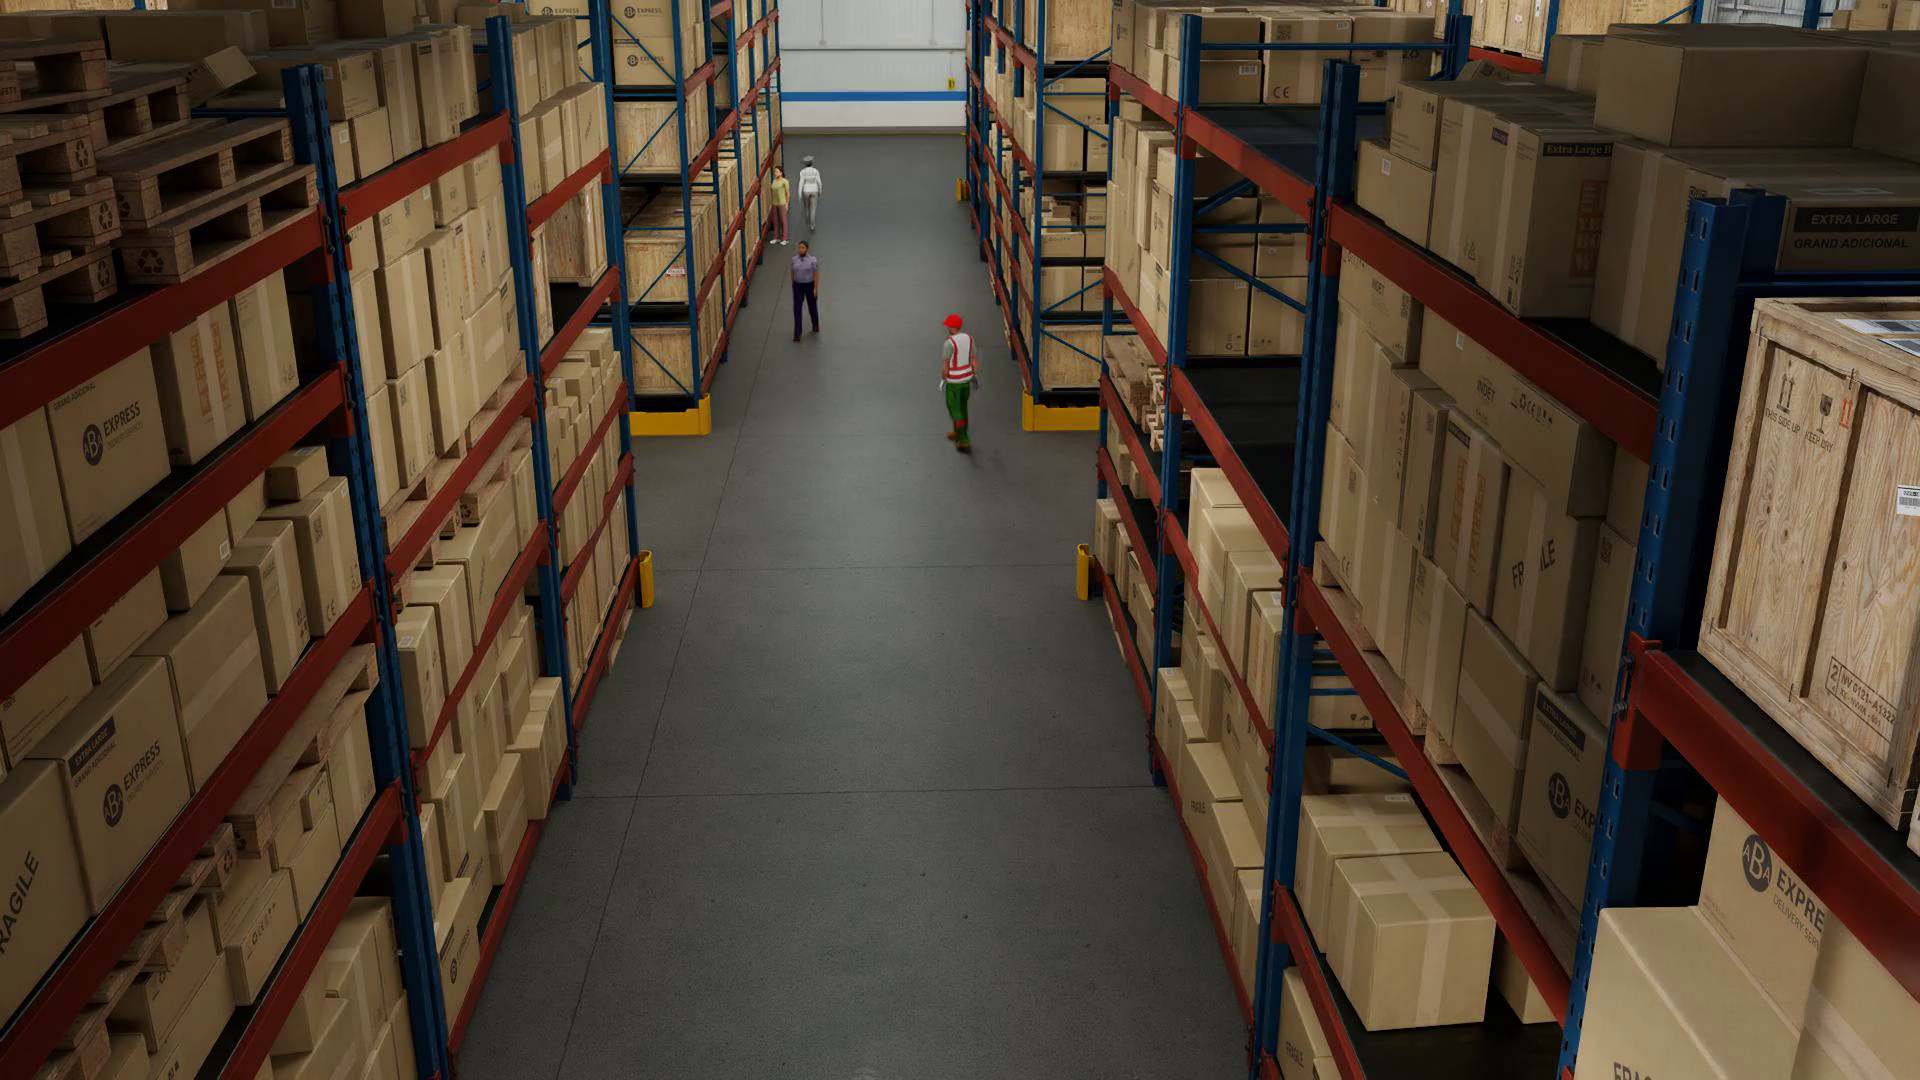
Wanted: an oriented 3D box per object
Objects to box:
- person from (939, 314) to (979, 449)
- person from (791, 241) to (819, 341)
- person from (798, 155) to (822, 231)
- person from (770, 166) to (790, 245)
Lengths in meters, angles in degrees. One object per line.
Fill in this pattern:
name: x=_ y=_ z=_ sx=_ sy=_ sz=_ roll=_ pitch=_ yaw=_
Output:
person: x=-0.020 y=-2.131 z=22.164 sx=0.725 sy=1.780 sz=0.582 roll=19 pitch=28 yaw=41
person: x=-2.612 y=-4.245 z=28.041 sx=0.482 sy=1.614 sz=0.949 roll=1 pitch=20 yaw=2
person: x=-3.401 y=-7.890 z=37.761 sx=0.539 sy=1.647 sz=0.966 roll=-2 pitch=21 yaw=-4
person: x=-3.921 y=-7.279 z=36.133 sx=0.431 sy=1.672 sz=0.378 roll=12 pitch=24 yaw=30
